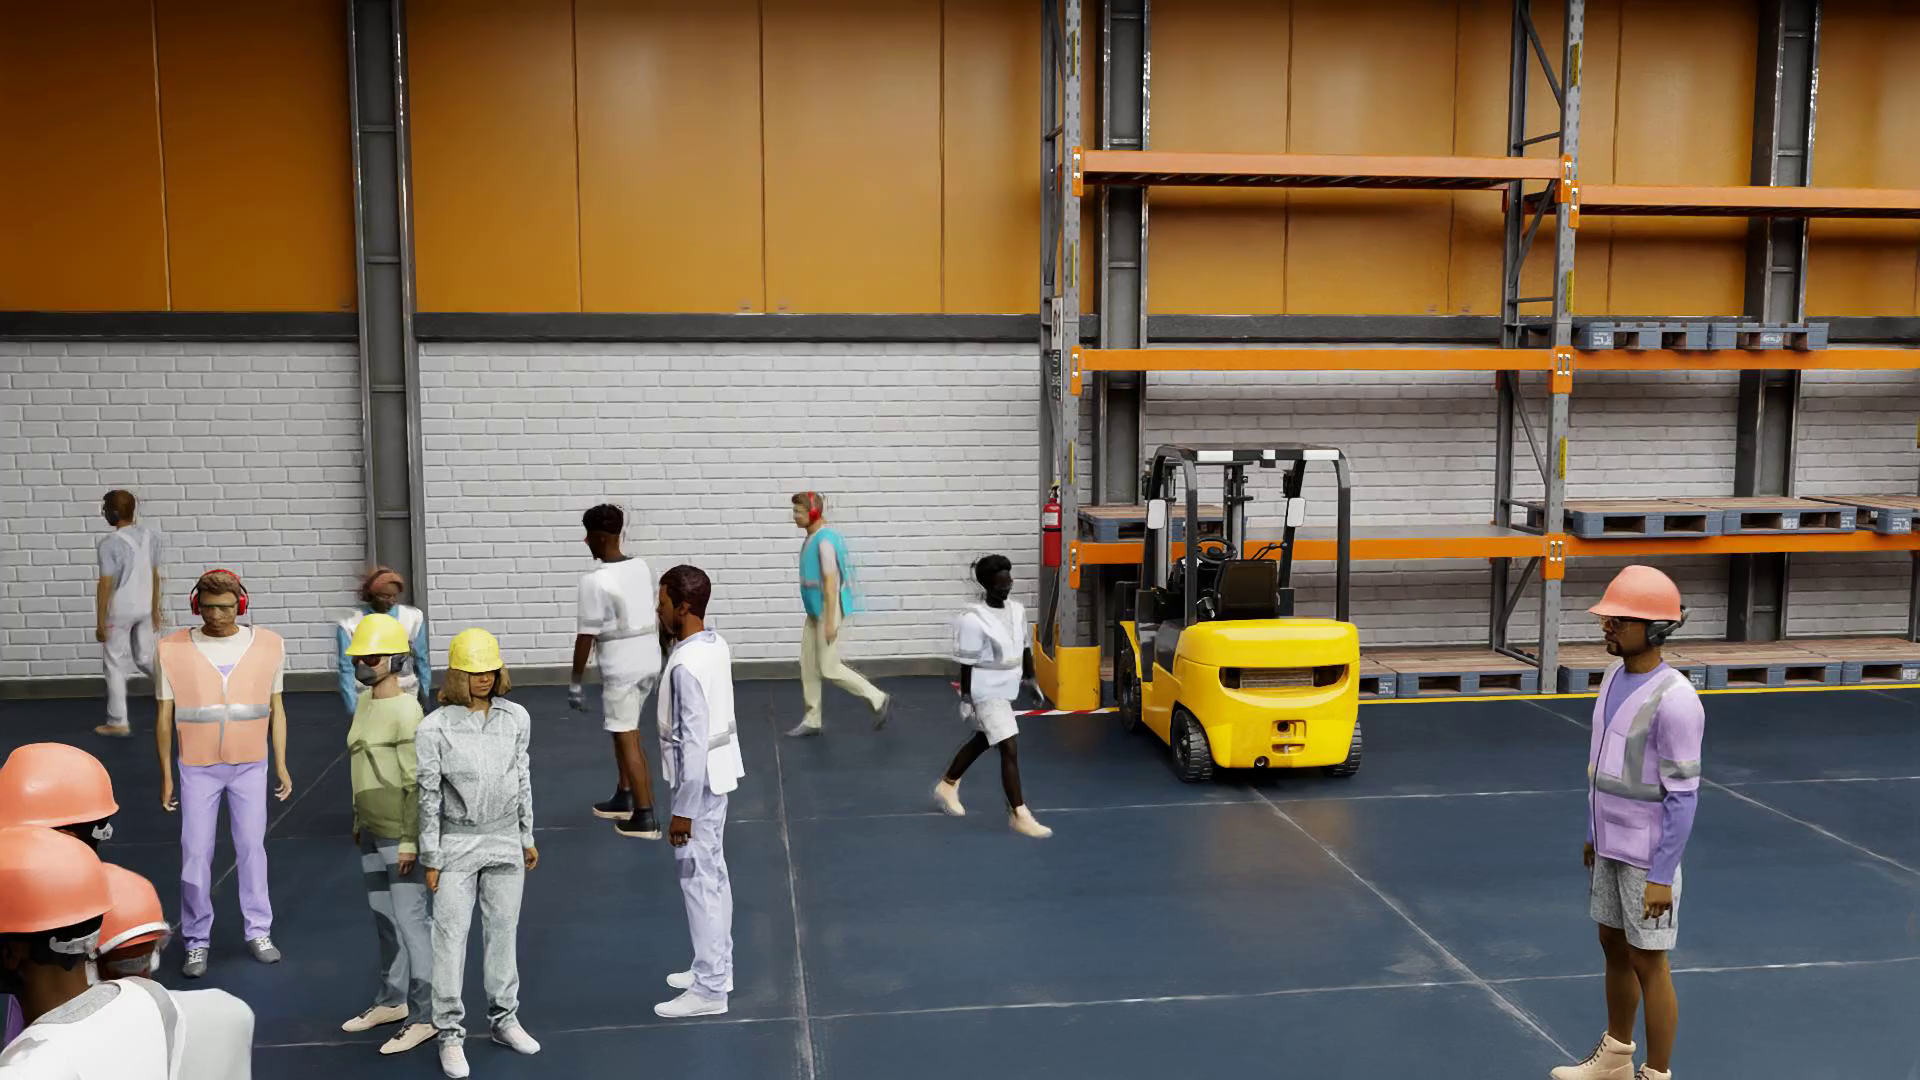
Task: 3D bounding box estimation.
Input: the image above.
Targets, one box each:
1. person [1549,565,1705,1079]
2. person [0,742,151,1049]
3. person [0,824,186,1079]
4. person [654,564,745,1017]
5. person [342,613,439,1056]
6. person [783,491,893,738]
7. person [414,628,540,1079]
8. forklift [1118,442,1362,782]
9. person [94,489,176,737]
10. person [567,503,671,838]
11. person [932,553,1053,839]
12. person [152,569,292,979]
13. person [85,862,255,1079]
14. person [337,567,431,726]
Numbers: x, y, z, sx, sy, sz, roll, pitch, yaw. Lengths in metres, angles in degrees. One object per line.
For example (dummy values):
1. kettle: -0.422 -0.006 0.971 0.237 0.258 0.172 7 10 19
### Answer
1. person: 2.448 1.109 6.085 0.370 2.048 0.608 -1 7 -5
2. person: -2.043 1.419 3.841 0.354 1.939 0.544 -4 8 -34
3. person: -1.706 1.495 3.182 0.375 1.935 0.551 0 7 3
4. person: -1.116 1.057 7.093 0.376 1.917 0.600 0 7 1
5. person: -2.321 1.172 6.739 0.303 1.772 0.526 -6 9 -43
6. person: -0.892 0.541 12.036 0.711 1.820 0.591 -2 7 -19
7. person: -1.883 1.207 6.542 0.493 1.743 0.295 -6 9 -44
8. forklift: 1.912 0.418 11.496 1.214 2.155 2.313 -1 7 -8
9. person: -5.977 0.537 12.058 0.695 1.825 0.517 2 7 20
10. person: -2.007 0.749 9.720 0.720 1.931 0.671 4 8 30
11. person: 0.153 0.880 9.788 0.880 1.655 0.527 4 8 33
12. person: -3.357 1.040 7.595 0.564 1.837 0.388 -4 8 -32
13. person: -1.726 1.553 3.544 0.478 1.738 0.585 4 8 32
14. person: -3.222 0.945 9.409 0.524 1.592 0.803 -4 8 -32
